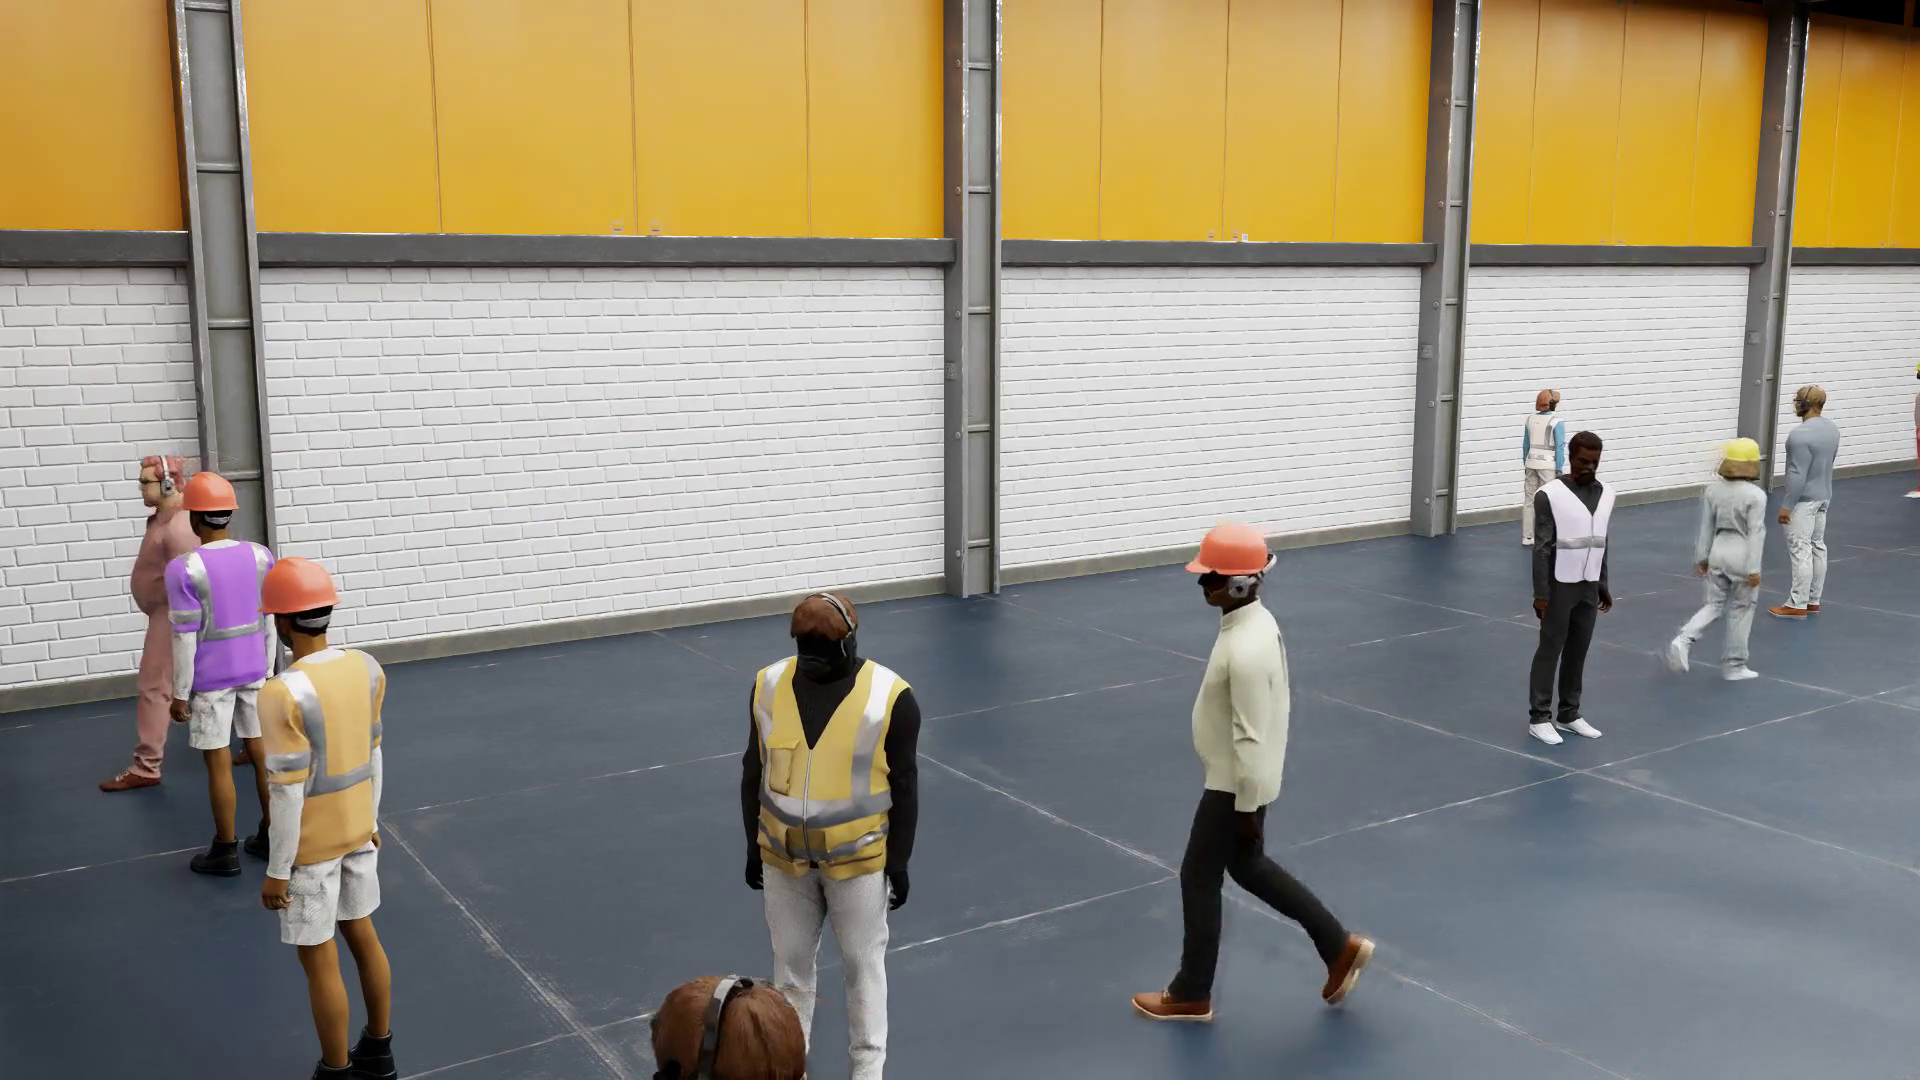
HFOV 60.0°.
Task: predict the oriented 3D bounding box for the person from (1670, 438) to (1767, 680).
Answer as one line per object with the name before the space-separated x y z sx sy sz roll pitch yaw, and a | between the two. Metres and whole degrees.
person | 5.327 0.148 11.575 0.636 1.726 0.490 -4 10 -24

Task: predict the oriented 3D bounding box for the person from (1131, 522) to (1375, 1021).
person | 1.139 0.897 6.343 0.849 1.967 0.625 2 10 13

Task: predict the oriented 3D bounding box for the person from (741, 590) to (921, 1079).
person | -0.454 1.075 5.652 0.621 1.836 0.429 2 10 13

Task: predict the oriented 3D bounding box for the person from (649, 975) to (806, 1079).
person | -0.344 1.575 2.665 0.442 1.826 0.650 2 10 12

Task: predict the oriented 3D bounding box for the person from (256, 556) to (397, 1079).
person | -2.206 1.013 5.717 0.363 1.934 0.552 3 10 17

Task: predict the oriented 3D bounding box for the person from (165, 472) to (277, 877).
person | -3.529 0.640 7.959 0.360 1.939 0.543 6 11 32

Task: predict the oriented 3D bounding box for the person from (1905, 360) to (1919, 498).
person | 12.026 -1.401 20.780 0.330 1.765 0.533 6 11 33

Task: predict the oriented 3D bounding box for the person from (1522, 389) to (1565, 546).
person | 5.987 -0.727 17.087 0.315 1.641 0.515 -5 11 -26

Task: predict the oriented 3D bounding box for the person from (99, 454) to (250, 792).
person | -4.390 0.436 9.378 0.888 1.876 0.647 -4 10 -22

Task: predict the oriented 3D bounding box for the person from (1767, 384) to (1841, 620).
person | 6.953 -0.311 13.688 0.627 1.941 0.370 -7 12 -37

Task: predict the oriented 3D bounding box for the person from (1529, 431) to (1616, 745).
person | 3.739 0.281 10.196 0.598 1.912 0.375 -5 10 -26
